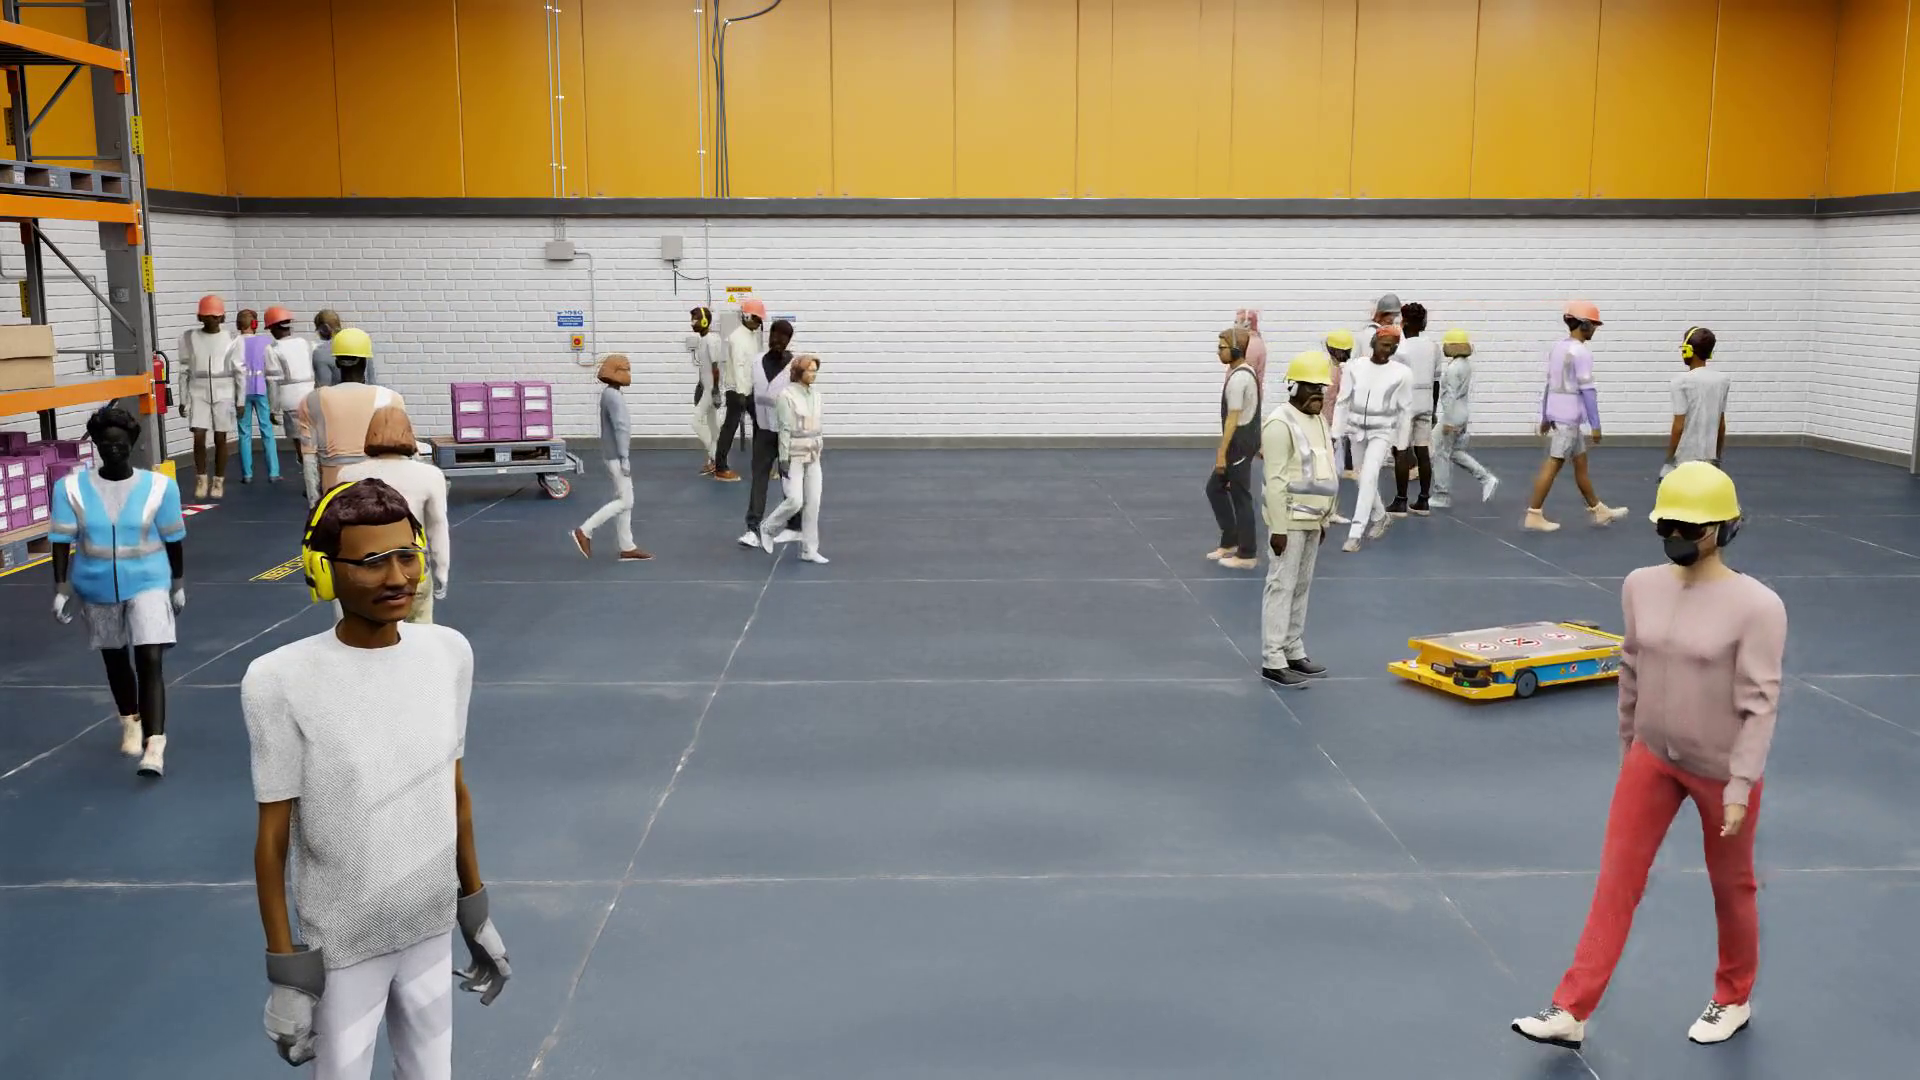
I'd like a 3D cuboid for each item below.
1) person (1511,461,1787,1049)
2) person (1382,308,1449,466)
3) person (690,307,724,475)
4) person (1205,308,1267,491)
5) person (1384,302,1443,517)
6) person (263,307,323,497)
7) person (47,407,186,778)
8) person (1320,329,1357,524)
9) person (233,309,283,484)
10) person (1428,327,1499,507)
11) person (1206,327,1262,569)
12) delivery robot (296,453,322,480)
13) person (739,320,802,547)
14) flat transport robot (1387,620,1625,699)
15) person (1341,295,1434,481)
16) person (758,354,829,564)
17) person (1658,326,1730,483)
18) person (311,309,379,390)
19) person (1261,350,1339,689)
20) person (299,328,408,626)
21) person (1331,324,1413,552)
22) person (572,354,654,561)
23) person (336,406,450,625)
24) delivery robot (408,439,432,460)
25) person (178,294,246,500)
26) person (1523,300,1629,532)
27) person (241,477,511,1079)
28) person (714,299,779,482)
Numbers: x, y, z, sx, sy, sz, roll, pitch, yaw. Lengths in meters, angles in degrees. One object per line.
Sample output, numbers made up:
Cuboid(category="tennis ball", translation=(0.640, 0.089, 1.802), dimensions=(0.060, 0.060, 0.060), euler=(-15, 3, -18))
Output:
Cuboid(category="person", translation=(1.998, 0.646, 4.696), dimensions=(0.906, 1.724, 0.543), euler=(-6, 11, -33))
Cuboid(category="person", translation=(5.218, -1.754, 19.112), dimensions=(0.977, 1.830, 0.601), euler=(-5, 10, -26))
Cuboid(category="person", translation=(-2.788, -1.635, 18.335), dimensions=(0.465, 1.851, 0.535), euler=(-2, 9, -10))
Cuboid(category="person", translation=(2.962, -1.391, 16.766), dimensions=(0.862, 1.880, 0.650), euler=(2, 10, 13))
Cuboid(category="person", translation=(4.133, -1.196, 15.269), dimensions=(0.612, 1.963, 0.361), euler=(-4, 10, -23))
Cuboid(category="person", translation=(-6.554, -1.347, 16.412), dimensions=(0.502, 1.894, 0.622), euler=(6, 11, 35))
Cuboid(category="person", translation=(-3.767, 0.231, 7.463), dimensions=(0.544, 1.644, 0.859), euler=(-3, 10, -17))
Cuboid(category="person", translation=(3.224, -0.994, 14.683), dimensions=(0.504, 1.744, 0.544), euler=(2, 9, 10))
Cuboid(category="person", translation=(-7.470, -1.503, 17.545), dimensions=(0.563, 1.839, 0.394), euler=(-3, 10, -16))
Cuboid(category="person", translation=(4.730, -1.149, 15.725), dimensions=(0.647, 1.721, 0.491), euler=(6, 11, 34))
Cuboid(category="person", translation=(2.024, -0.682, 12.533), dimensions=(0.551, 1.826, 0.558), euler=(2, 10, 14))
Cuboid(category="delivery robot", translation=(-6.336, -0.798, 16.865), dimensions=(0.707, 0.478, 0.477), euler=(-6, 11, -33))
Cuboid(category="person", translation=(-1.523, -0.851, 13.489), dimensions=(0.680, 1.854, 0.900), euler=(5, 10, 28))
Cuboid(category="flat transport robot", translation=(3.139, 0.644, 9.176), dimensions=(1.431, 0.197, 0.652), euler=(-4, 10, -25))
Cuboid(category="person", translation=(4.558, -1.628, 17.692), dimensions=(1.022, 2.000, 0.697), euler=(8, 12, 40))
Cuboid(category="person", translation=(-1.277, -0.623, 12.801), dimensions=(0.502, 1.619, 0.520), euler=(7, 11, 36))
Cuboid(category="person", translation=(5.125, -0.555, 11.643), dimensions=(0.531, 1.868, 0.309), euler=(-4, 10, -22))
Cuboid(category="person", translation=(-5.588, -1.149, 15.184), dimensions=(0.441, 1.902, 0.709), euler=(5, 10, 27))
Cuboid(category="person", translation=(1.856, -0.118, 9.082), dimensions=(0.403, 1.828, 0.593), euler=(6, 11, 34))
Cuboid(category="person", translation=(-3.503, -0.265, 9.684), dimensions=(0.590, 1.926, 0.388), euler=(-2, 9, -10))
Cuboid(category="person", translation=(3.398, -0.853, 13.601), dimensions=(0.606, 1.831, 0.970), euler=(7, 11, 35))
Cuboid(category="person", translation=(-2.678, -0.623, 12.789), dimensions=(0.549, 1.616, 0.516), euler=(-3, 10, -16))
Cuboid(category="person", translation=(-2.748, 0.162, 8.048), dimensions=(0.519, 1.609, 0.662), euler=(-4, 10, -24))
Cuboid(category="delivery robot", translation=(-5.720, -0.867, 17.282), dimensions=(0.707, 0.478, 0.477), euler=(-8, 12, -41))
Cuboid(category="person", translation=(-7.296, -1.378, 16.242), dimensions=(0.636, 2.011, 0.673), euler=(-4, 10, -21))
Cuboid(category="person", translation=(5.356, -1.048, 14.294), dimensions=(1.038, 1.982, 0.650), euler=(0, 9, -1))
Cuboid(category="person", translation=(-1.135, 0.802, 3.313), dimensions=(0.328, 1.873, 0.520), euler=(7, 12, 37))
Cuboid(category="person", translation=(-2.258, -1.592, 17.762), dimensions=(0.839, 1.935, 0.746), euler=(2, 9, 9))
